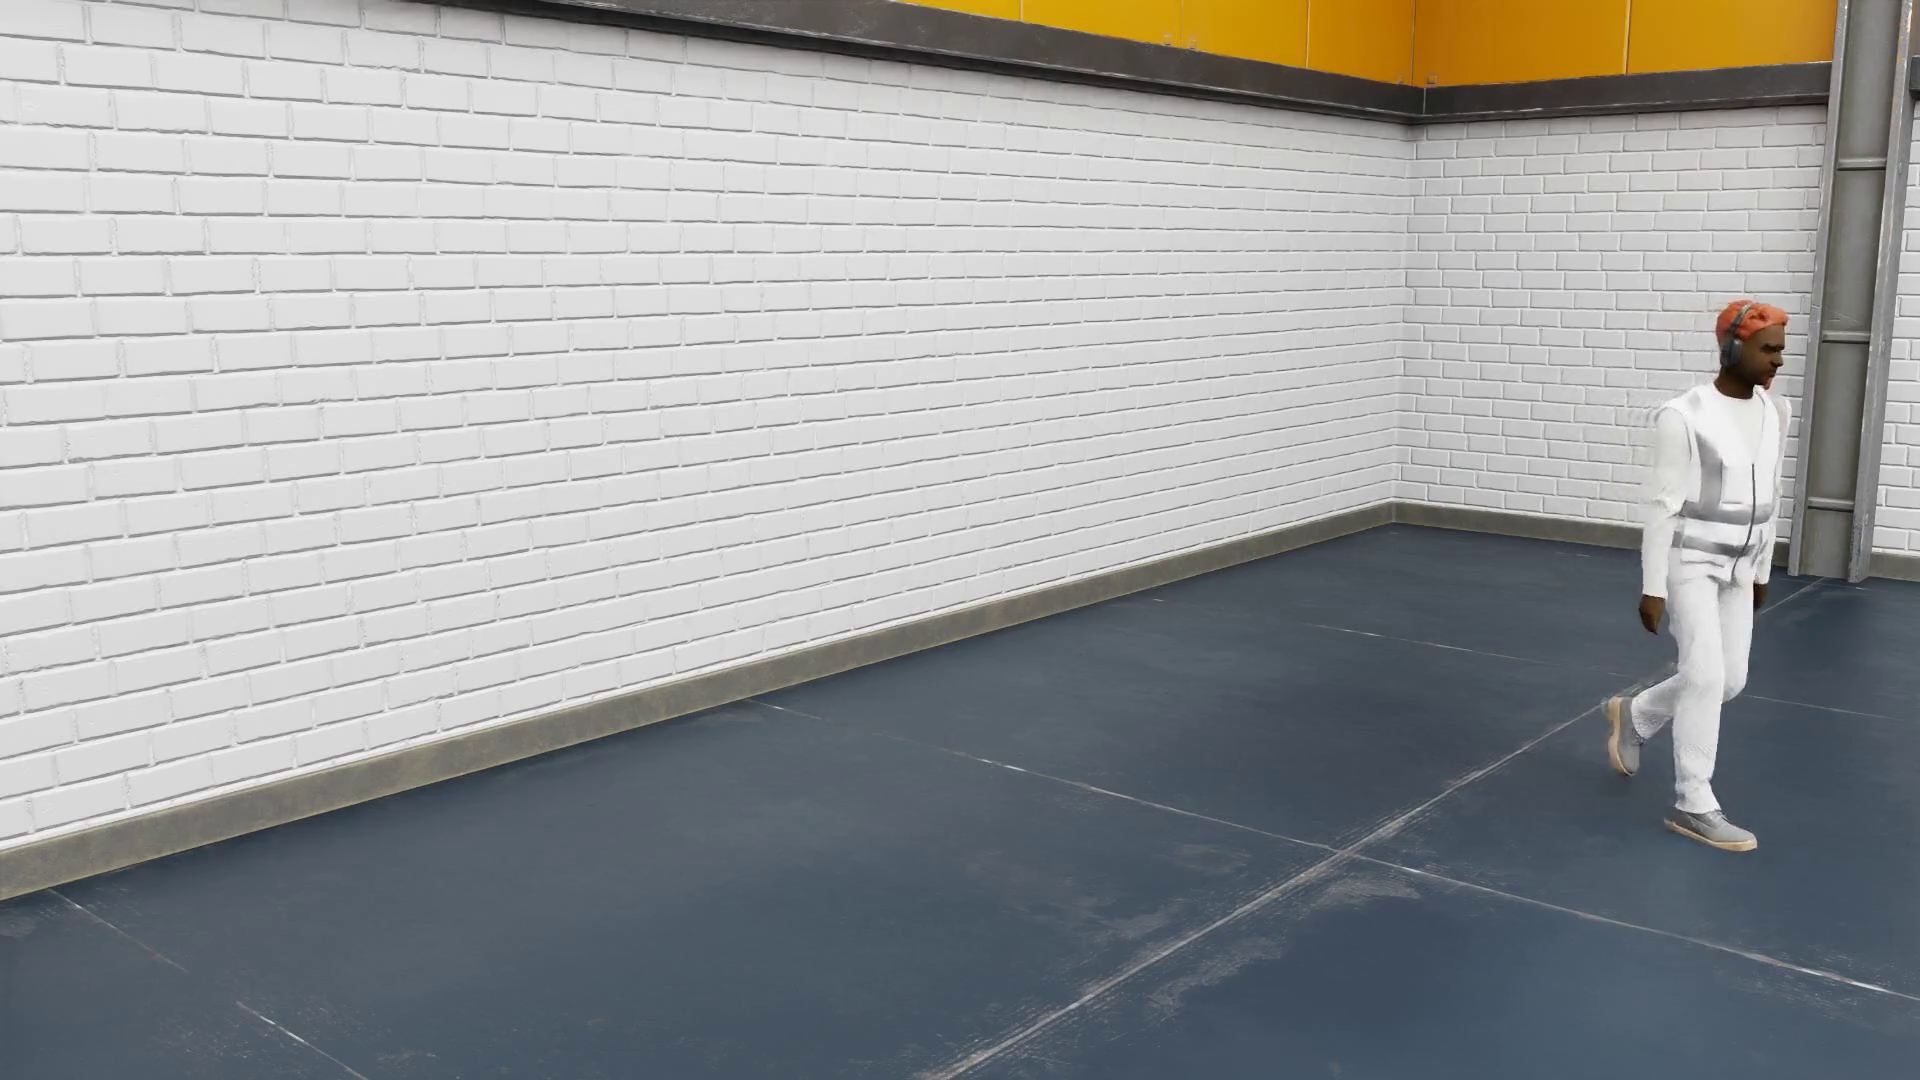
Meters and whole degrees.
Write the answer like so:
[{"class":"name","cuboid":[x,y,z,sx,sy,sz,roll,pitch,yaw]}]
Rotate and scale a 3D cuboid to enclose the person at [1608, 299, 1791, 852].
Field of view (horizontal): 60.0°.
[{"class":"person","cuboid":[2.547,0.090,5.801,0.611,1.860,0.714,-4,11,-24]}]
